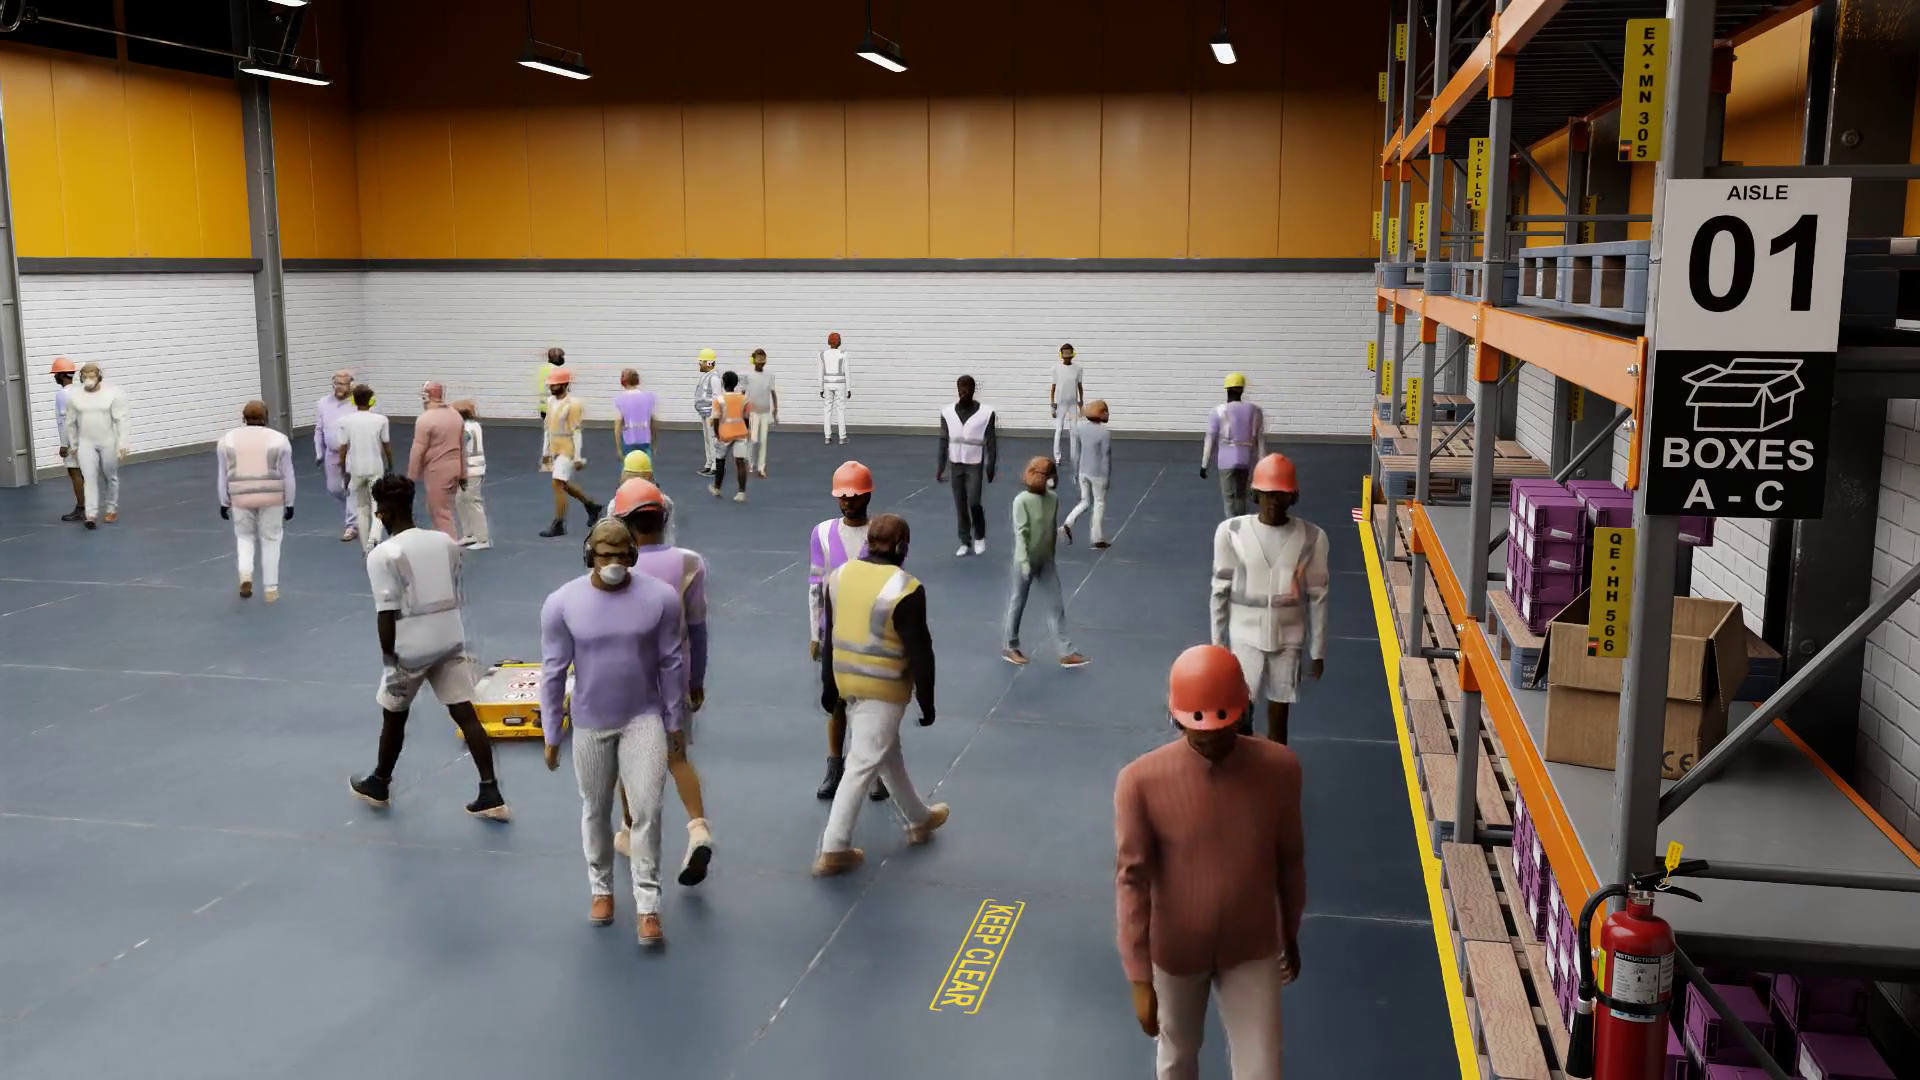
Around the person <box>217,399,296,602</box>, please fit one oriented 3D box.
[{"bbox_3d":[-6.298,-0.345,14.936,0.652,1.826,0.440,-2,10,-14],"label":"person"}]

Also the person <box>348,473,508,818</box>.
[{"bbox_3d":[-2.953,0.587,9.128,1.093,1.888,0.622,6,11,33],"label":"person"}]

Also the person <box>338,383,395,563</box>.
[{"bbox_3d":[-6.008,-0.658,16.825,0.535,1.843,0.770,-2,10,-12],"label":"person"}]

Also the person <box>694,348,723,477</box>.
[{"bbox_3d":[-3.599,-1.825,23.832,0.404,1.832,0.599,-4,10,-23],"label":"person"}]

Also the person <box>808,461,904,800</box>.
[{"bbox_3d":[-0.591,0.515,9.424,0.548,1.937,0.358,1,9,6],"label":"person"}]

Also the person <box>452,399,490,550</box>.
[{"bbox_3d":[-5.266,-0.689,17.650,0.551,1.617,0.508,-1,9,-3],"label":"person"}]

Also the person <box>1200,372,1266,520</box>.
[{"bbox_3d":[2.874,-0.812,17.533,0.617,1.902,0.629,-3,10,-17],"label":"person"}]

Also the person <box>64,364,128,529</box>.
[{"bbox_3d":[-9.962,-1.084,19.216,0.653,1.883,1.007,-3,10,-18],"label":"person"}]

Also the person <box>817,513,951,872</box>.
[{"bbox_3d":[-0.391,0.755,8.452,0.955,1.778,0.637,-8,13,-41],"label":"person"}]

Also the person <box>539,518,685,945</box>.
[{"bbox_3d":[-1.537,0.859,7.415,0.646,1.910,0.809,-2,10,-14],"label":"person"}]

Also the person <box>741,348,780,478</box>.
[{"bbox_3d":[-2.842,-1.792,23.574,0.525,1.854,0.407,-5,10,-26],"label":"person"}]

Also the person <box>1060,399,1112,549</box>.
[{"bbox_3d":[1.357,-0.685,17.629,0.545,1.616,0.511,-8,12,-40],"label":"person"}]

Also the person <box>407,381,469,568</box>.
[{"bbox_3d":[-5.208,-0.639,16.552,0.525,1.881,0.636,2,10,13],"label":"person"}]

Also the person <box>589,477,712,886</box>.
[{"bbox_3d":[-1.495,0.696,8.190,0.609,2.001,0.939,-5,11,-30],"label":"person"}]

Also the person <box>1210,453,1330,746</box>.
[{"bbox_3d":[1.662,0.545,8.954,0.632,2.032,0.420,1,9,7],"label":"person"}]

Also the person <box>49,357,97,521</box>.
[{"bbox_3d":[-10.544,-1.193,19.716,0.374,1.935,0.552,-1,9,-3],"label":"person"}]

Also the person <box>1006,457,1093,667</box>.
[{"bbox_3d":[0.624,0.183,12.427,0.521,1.594,0.814,-8,13,-42],"label":"person"}]

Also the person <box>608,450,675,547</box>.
[{"bbox_3d":[-2.307,0.199,12.047,0.501,1.698,0.891,-6,11,-31],"label":"person"}]

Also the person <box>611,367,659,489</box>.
[{"bbox_3d":[-3.820,-1.139,19.759,0.576,1.820,0.750,-7,12,-35],"label":"person"}]

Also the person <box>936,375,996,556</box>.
[{"bbox_3d":[0.067,-0.770,17.280,0.583,1.897,0.459,4,10,22],"label":"person"}]

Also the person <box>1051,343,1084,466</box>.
[{"bbox_3d":[1.614,-2.025,24.977,0.515,1.863,0.345,-1,10,-9],"label":"person"}]

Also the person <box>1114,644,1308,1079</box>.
[{"bbox_3d":[0.775,1.250,5.021,0.630,1.924,1.040,-1,9,-6],"label":"person"}]

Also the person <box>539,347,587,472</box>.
[{"bbox_3d":[-5.820,-1.921,24.462,0.853,1.812,0.660,-6,11,-32],"label":"person"}]

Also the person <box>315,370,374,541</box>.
[{"bbox_3d":[-6.798,-0.960,18.471,0.651,1.880,0.736,1,10,8],"label":"person"}]

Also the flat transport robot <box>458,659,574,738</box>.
[{"bbox_3d":[-2.915,1.049,11.212,0.652,0.197,1.431,-1,9,-5],"label":"flat transport robot"}]

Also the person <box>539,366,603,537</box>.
[{"bbox_3d":[-4.398,-1.010,18.707,0.823,1.912,0.555,-9,13,-43],"label":"person"}]

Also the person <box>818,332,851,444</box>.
[{"bbox_3d":[-2.112,-2.563,28.133,0.577,1.883,0.353,2,10,14],"label":"person"}]

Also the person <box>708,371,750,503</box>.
[{"bbox_3d":[-2.970,-1.331,21.349,0.553,1.655,0.852,-5,11,-30],"label":"person"}]
